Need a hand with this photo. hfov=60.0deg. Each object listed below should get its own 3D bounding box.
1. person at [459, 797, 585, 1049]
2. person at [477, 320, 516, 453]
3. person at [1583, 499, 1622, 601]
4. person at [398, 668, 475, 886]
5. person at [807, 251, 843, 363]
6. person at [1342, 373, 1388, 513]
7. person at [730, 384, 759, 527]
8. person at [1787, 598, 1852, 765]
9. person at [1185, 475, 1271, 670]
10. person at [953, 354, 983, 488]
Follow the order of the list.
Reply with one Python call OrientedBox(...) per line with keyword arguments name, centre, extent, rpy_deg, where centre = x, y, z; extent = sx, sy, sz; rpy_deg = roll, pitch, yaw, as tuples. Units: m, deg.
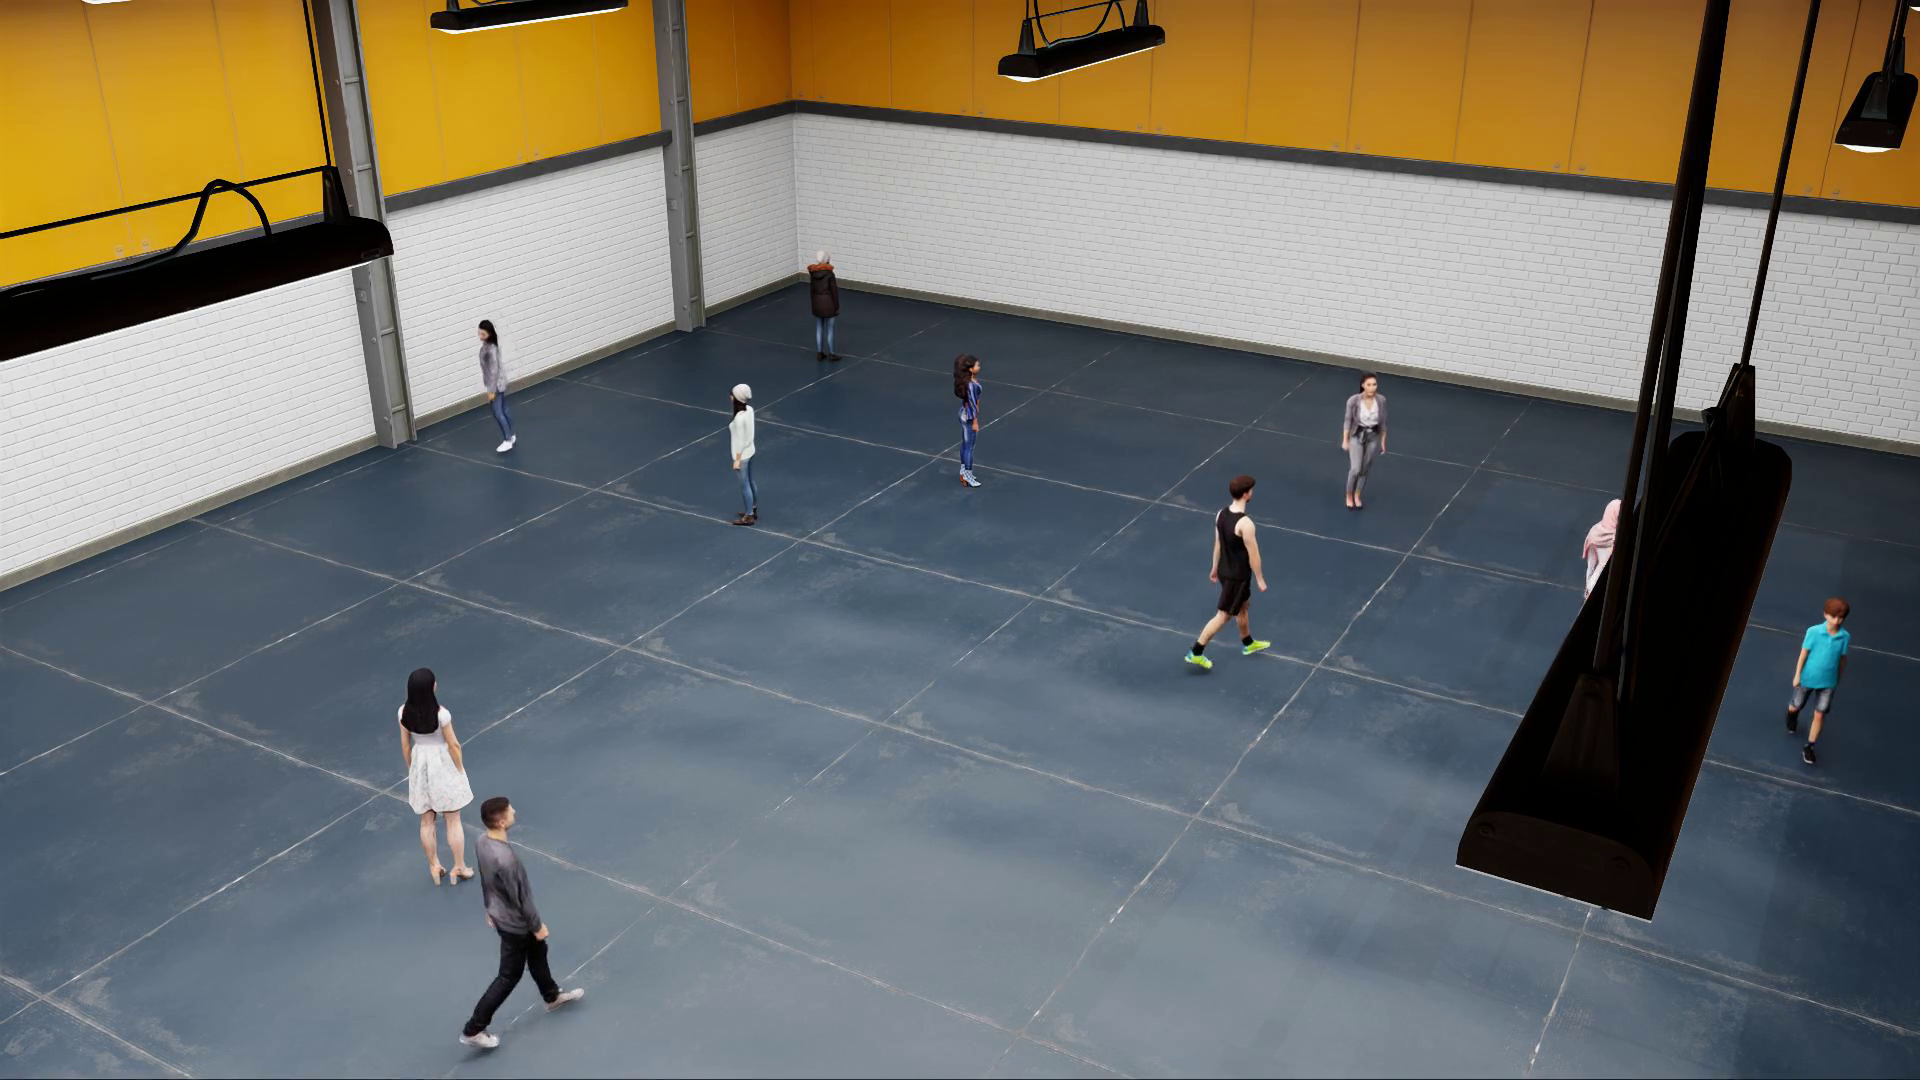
OrientedBox(name="person", centre=(-2.938, 2.469, 10.662), extent=(1.202, 1.739, 0.938), rpy_deg=(-15, 28, -31))
OrientedBox(name="person", centre=(-5.796, -1.977, 20.873), extent=(0.885, 1.708, 0.839), rpy_deg=(-3, 24, -6))
OrientedBox(name="person", centre=(5.805, 0.504, 15.101), extent=(1.118, 1.786, 0.963), rpy_deg=(-11, 26, -24))
OrientedBox(name="person", centre=(-3.873, 1.743, 12.280), extent=(0.746, 1.774, 0.762), rpy_deg=(3, 24, 7))
OrientedBox(name="person", centre=(-1.976, -3.411, 24.242), extent=(0.624, 1.636, 0.593), rpy_deg=(12, 26, 25))
OrientedBox(name="person", centre=(4.596, -1.147, 19.032), extent=(0.746, 1.661, 0.788), rpy_deg=(-2, 24, -5))
OrientedBox(name="person", centre=(-2.424, -0.972, 18.651), extent=(0.688, 1.645, 0.549), rpy_deg=(4, 24, 10))
OrientedBox(name="person", centre=(7.261, 1.130, 14.104), extent=(0.637, 1.436, 0.917), rpy_deg=(7, 25, 15))
OrientedBox(name="person", centre=(2.470, 0.345, 15.383), extent=(1.278, 1.850, 1.146), rpy_deg=(-9, 25, -20))
OrientedBox(name="person", centre=(0.109, -1.428, 19.742), extent=(0.754, 1.608, 0.678), rpy_deg=(-4, 24, -9))
